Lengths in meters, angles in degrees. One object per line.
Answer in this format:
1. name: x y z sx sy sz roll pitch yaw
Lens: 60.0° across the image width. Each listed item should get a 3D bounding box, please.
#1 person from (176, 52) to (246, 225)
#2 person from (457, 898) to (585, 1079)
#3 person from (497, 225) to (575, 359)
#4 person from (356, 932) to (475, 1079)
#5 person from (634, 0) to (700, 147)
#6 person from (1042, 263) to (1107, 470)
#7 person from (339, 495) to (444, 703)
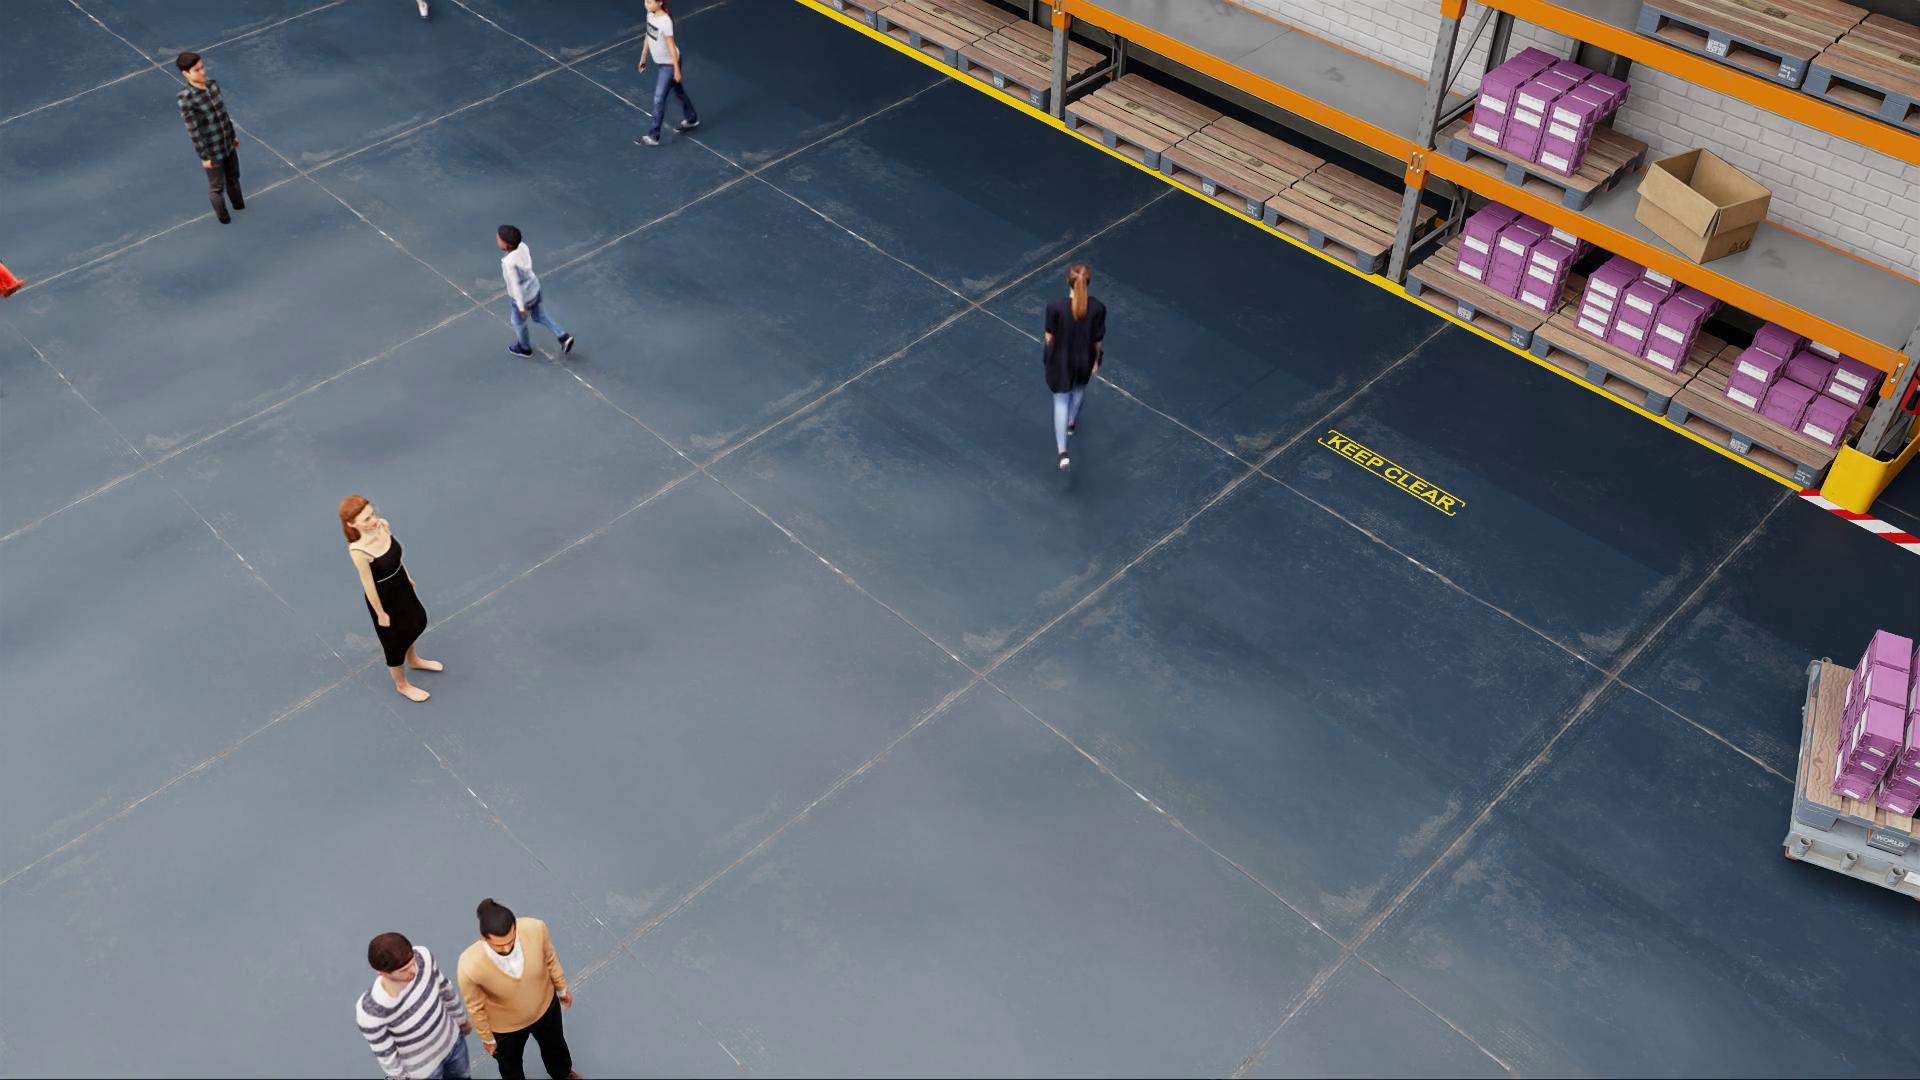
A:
1. person: -6.631 -3.527 14.756 0.696 1.715 0.745 13 45 13
2. person: -2.208 2.367 8.364 0.658 1.751 0.586 -32 52 -29
3. person: -3.432 -1.972 13.284 0.856 1.246 0.665 14 45 14
4. person: -2.654 2.492 8.161 0.658 1.849 0.716 19 47 18
5. person: -2.723 -4.549 15.786 0.741 1.526 0.958 -24 48 -23
6. person: 0.828 -1.268 12.244 1.069 1.660 1.111 1 44 1
7. person: -3.643 0.342 10.580 0.720 1.625 0.675 7 44 7
